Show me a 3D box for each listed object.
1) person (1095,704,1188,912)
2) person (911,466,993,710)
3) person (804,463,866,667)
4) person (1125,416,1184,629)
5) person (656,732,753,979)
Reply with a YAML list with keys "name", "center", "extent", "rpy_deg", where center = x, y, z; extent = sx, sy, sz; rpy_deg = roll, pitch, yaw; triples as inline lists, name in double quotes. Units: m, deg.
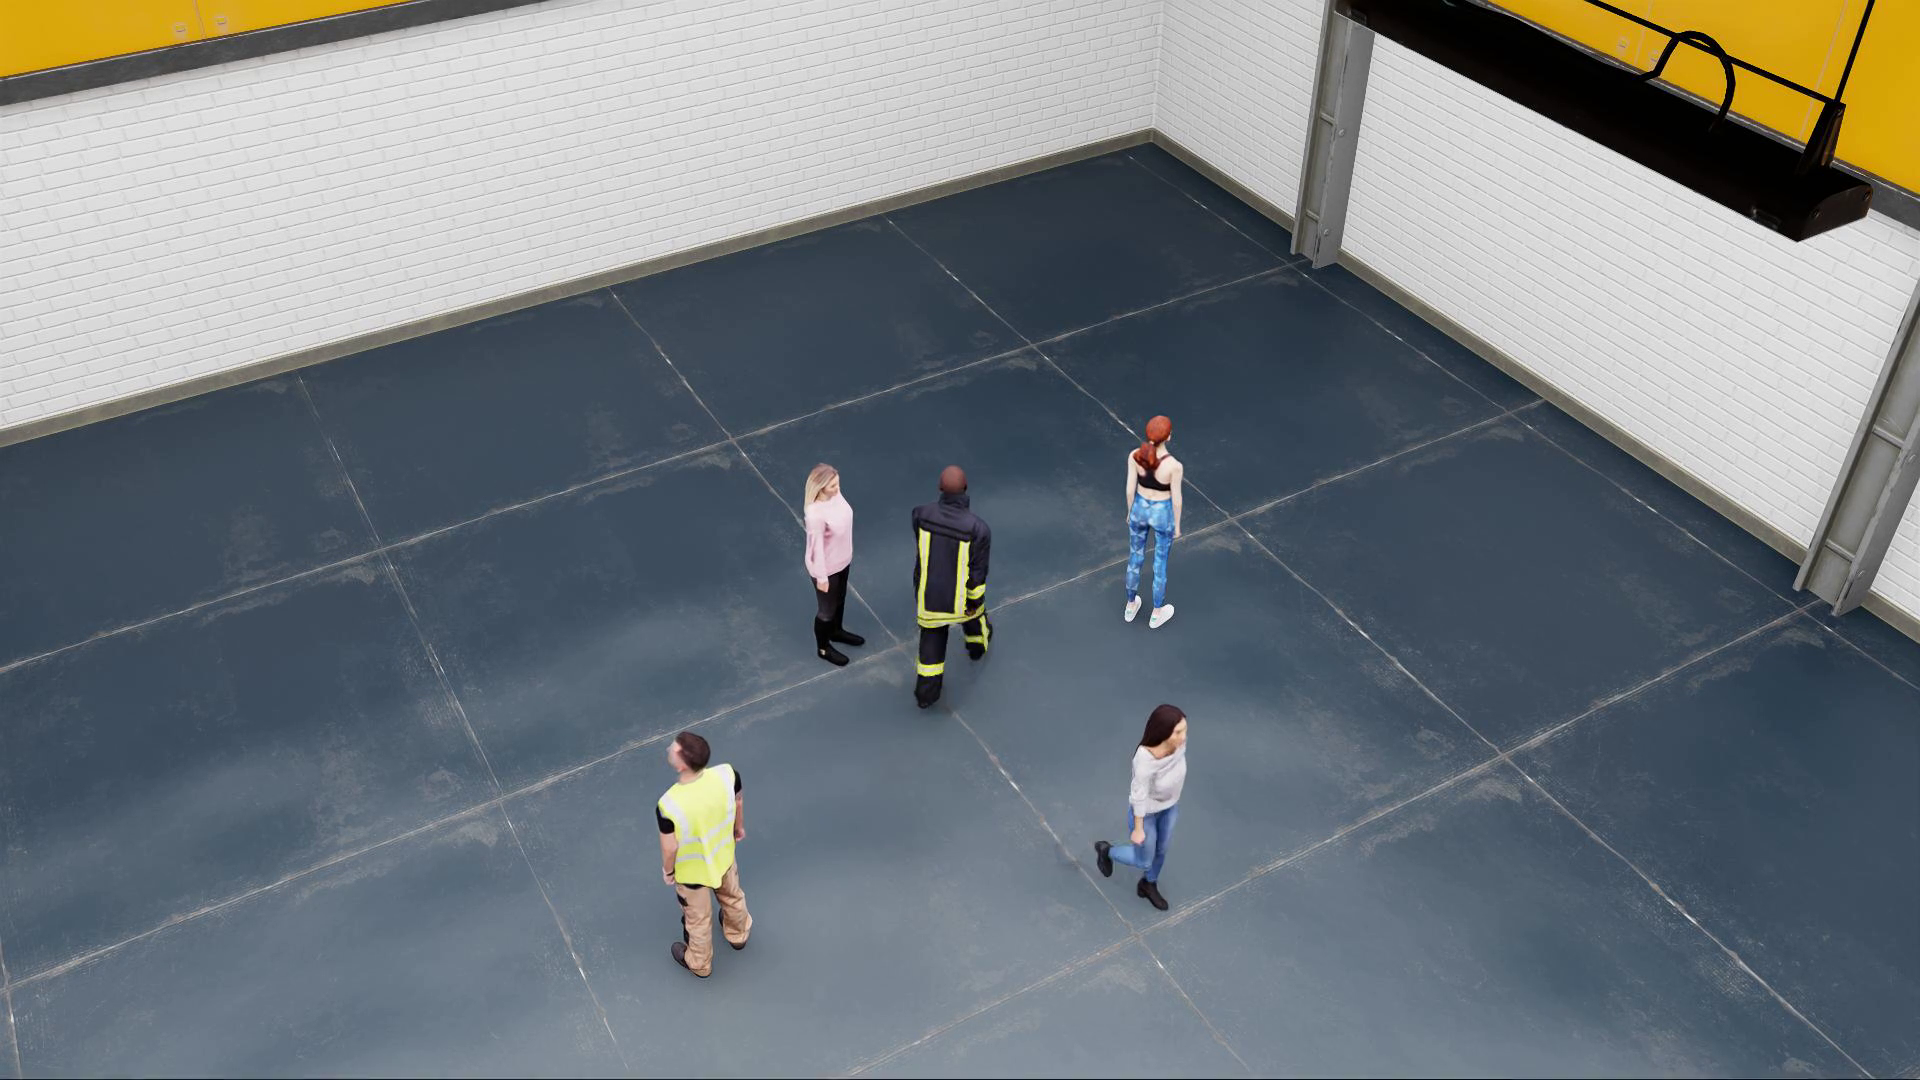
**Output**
- name: "person"
  center: [1.068, 1.552, 9.799]
  extent: [0.837, 1.617, 0.722]
  rpy_deg: [31, 48, 33]
- name: "person"
  center: [-0.106, 0.340, 11.187]
  extent: [1.202, 1.779, 1.240]
  rpy_deg: [12, 40, 15]
- name: "person"
  center: [-0.920, 0.144, 11.507]
  extent: [0.742, 1.684, 0.693]
  rpy_deg: [12, 40, 15]
- name: "person"
  center: [1.361, -0.132, 11.772]
  extent: [0.675, 1.785, 0.746]
  rpy_deg: [17, 42, 20]
- name: "person"
  center: [-1.458, 1.756, 9.359]
  extent: [0.758, 1.846, 0.767]
  rpy_deg: [-29, 47, -31]
